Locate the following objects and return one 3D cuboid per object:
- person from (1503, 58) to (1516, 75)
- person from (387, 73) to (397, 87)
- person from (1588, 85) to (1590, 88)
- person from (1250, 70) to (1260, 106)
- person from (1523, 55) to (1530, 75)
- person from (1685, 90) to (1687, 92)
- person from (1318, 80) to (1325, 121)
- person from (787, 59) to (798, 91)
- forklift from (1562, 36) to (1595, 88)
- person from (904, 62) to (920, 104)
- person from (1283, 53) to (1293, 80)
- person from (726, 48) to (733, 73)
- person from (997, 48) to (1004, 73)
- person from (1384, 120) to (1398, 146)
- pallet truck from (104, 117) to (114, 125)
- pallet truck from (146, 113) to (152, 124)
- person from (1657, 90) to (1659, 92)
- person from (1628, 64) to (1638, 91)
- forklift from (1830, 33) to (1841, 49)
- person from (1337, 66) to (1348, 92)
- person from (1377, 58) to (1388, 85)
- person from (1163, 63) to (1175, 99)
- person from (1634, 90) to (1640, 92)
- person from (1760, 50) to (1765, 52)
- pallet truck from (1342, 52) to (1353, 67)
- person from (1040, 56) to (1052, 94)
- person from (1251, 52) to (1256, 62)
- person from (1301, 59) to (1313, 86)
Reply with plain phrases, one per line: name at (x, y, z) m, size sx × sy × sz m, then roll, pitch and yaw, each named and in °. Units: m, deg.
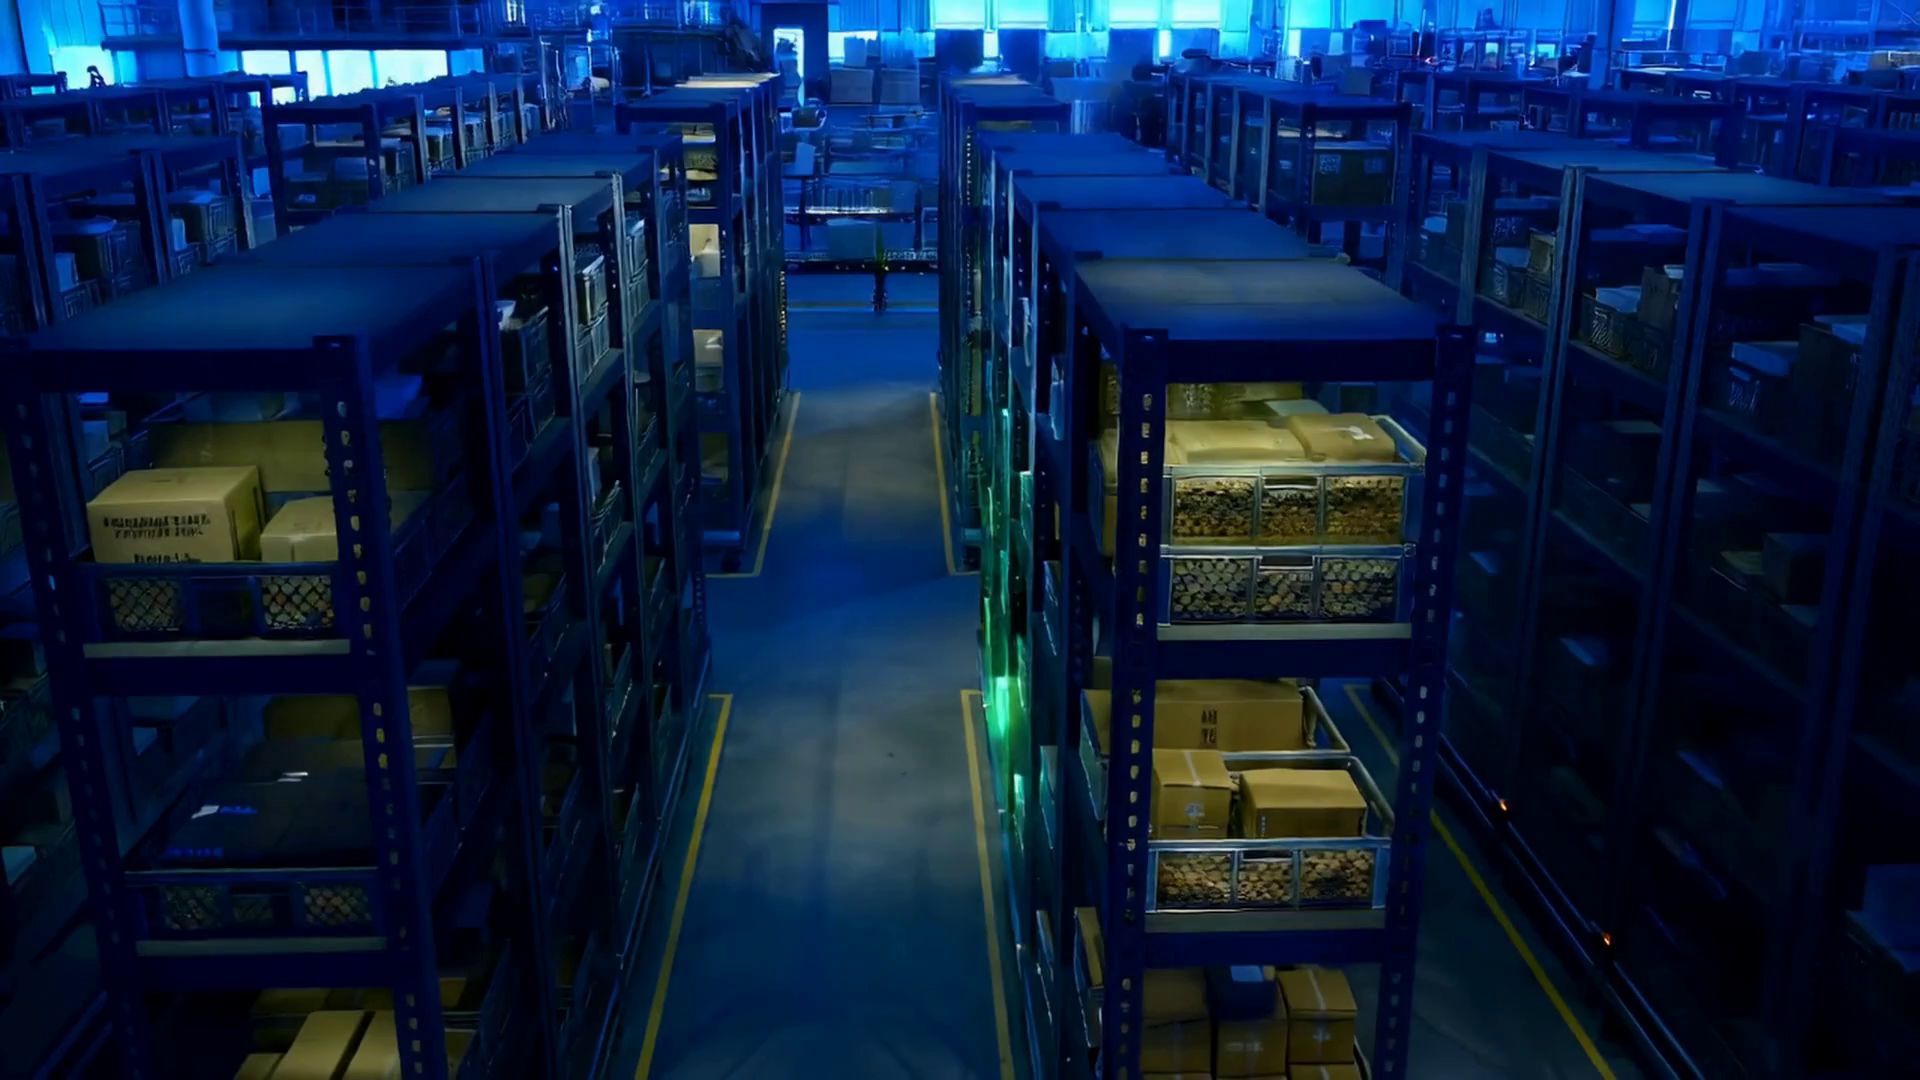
person at (24.990, -20.936, 75.677) m, size 0.372 × 1.874 × 0.683 m, roll -15°, pitch 23°, yaw -39°
person at (-20.541, -16.046, 60.546) m, size 0.763 × 1.866 × 0.576 m, roll -1°, pitch 18°, yaw -4°
person at (20.440, -13.866, 53.896) m, size 0.851 × 1.793 × 0.604 m, roll 10°, pitch 20°, yaw 28°
person at (10.556, -15.767, 59.470) m, size 0.375 × 1.997 × 0.611 m, roll -12°, pitch 21°, yaw -32°
person at (26.994, -22.249, 79.660) m, size 0.731 × 1.919 × 0.634 m, roll 15°, pitch 23°, yaw 39°
person at (25.282, -15.335, 58.181) m, size 0.608 × 1.966 × 0.374 m, roll 1°, pitch 18°, yaw 5°
person at (12.456, -15.132, 57.971) m, size 0.575 × 1.721 × 0.336 m, roll 1°, pitch 18°, yaw 2°
person at (-8.543, -23.803, 84.632) m, size 0.807 × 1.814 × 0.639 m, roll 12°, pitch 22°, yaw 34°
forklift at (29.222, -22.050, 77.496) m, size 1.873 × 2.768 × 1.129 m, roll -5°, pitch 19°, yaw -16°
person at (-1.977, -19.307, 70.587) m, size 0.903 × 1.907 × 0.549 m, roll -12°, pitch 22°, yaw -33°
person at (16.841, -24.054, 85.379) m, size 0.441 × 1.828 × 0.650 m, roll 11°, pitch 21°, yaw 30°
person at (-12.774, -26.326, 92.281) m, size 0.572 × 1.906 × 0.622 m, roll -3°, pitch 18°, yaw -10°
person at (2.156, -26.097, 91.562) m, size 0.796 × 1.922 × 0.617 m, roll 8°, pitch 20°, yaw 24°
person at (11.383, -10.558, 43.763) m, size 0.525 × 1.737 × 0.786 m, roll 1°, pitch 18°, yaw 4°
pallet truck at (-18.367, -7.885, 35.078) m, size 1.885 × 1.965 × 0.823 m, roll 1°, pitch 18°, yaw 2°
pallet truck at (-18.087, -8.309, 36.390) m, size 1.885 × 1.965 × 0.823 m, roll -1°, pitch 18°, yaw -4°
person at (34.561, -22.668, 81.124) m, size 0.939 × 1.803 × 0.544 m, roll -1°, pitch 18°, yaw -5°
person at (29.651, -20.246, 73.507) m, size 0.597 × 1.895 × 0.802 m, roll 0°, pitch 18°, yaw -1°
forklift at (43.715, -23.952, 83.383) m, size 1.873 × 2.768 × 1.129 m, roll 5°, pitch 19°, yaw 16°
person at (15.054, -17.700, 65.569) m, size 0.384 × 1.929 × 0.539 m, roll 6°, pitch 19°, yaw 17°
person at (20.767, -22.814, 81.772) m, size 0.534 × 1.692 × 0.322 m, roll -1°, pitch 18°, yaw -2°
person at (8.297, -17.721, 65.446) m, size 0.688 × 2.000 × 0.536 m, roll -3°, pitch 18°, yaw -8°
person at (21.346, -13.392, 52.637) m, size 0.558 × 1.671 × 0.614 m, roll -3°, pitch 18°, yaw -9°
person at (41.789, -24.606, 86.933) m, size 0.542 × 1.928 × 0.378 m, roll -9°, pitch 20°, yaw -26°
pallet truck at (18.794, -23.123, 82.231) m, size 0.823 × 1.965 × 1.885 m, roll -13°, pitch 22°, yaw -35°
person at (4.130, -22.248, 79.727) m, size 0.642 × 1.885 × 1.006 m, roll 11°, pitch 21°, yaw 31°
person at (15.936, -25.629, 90.392) m, size 0.324 × 1.743 × 0.490 m, roll 7°, pitch 19°, yaw 20°
person at (15.681, -20.768, 75.173) m, size 0.503 × 1.861 × 0.328 m, roll 5°, pitch 19°, yaw 15°
